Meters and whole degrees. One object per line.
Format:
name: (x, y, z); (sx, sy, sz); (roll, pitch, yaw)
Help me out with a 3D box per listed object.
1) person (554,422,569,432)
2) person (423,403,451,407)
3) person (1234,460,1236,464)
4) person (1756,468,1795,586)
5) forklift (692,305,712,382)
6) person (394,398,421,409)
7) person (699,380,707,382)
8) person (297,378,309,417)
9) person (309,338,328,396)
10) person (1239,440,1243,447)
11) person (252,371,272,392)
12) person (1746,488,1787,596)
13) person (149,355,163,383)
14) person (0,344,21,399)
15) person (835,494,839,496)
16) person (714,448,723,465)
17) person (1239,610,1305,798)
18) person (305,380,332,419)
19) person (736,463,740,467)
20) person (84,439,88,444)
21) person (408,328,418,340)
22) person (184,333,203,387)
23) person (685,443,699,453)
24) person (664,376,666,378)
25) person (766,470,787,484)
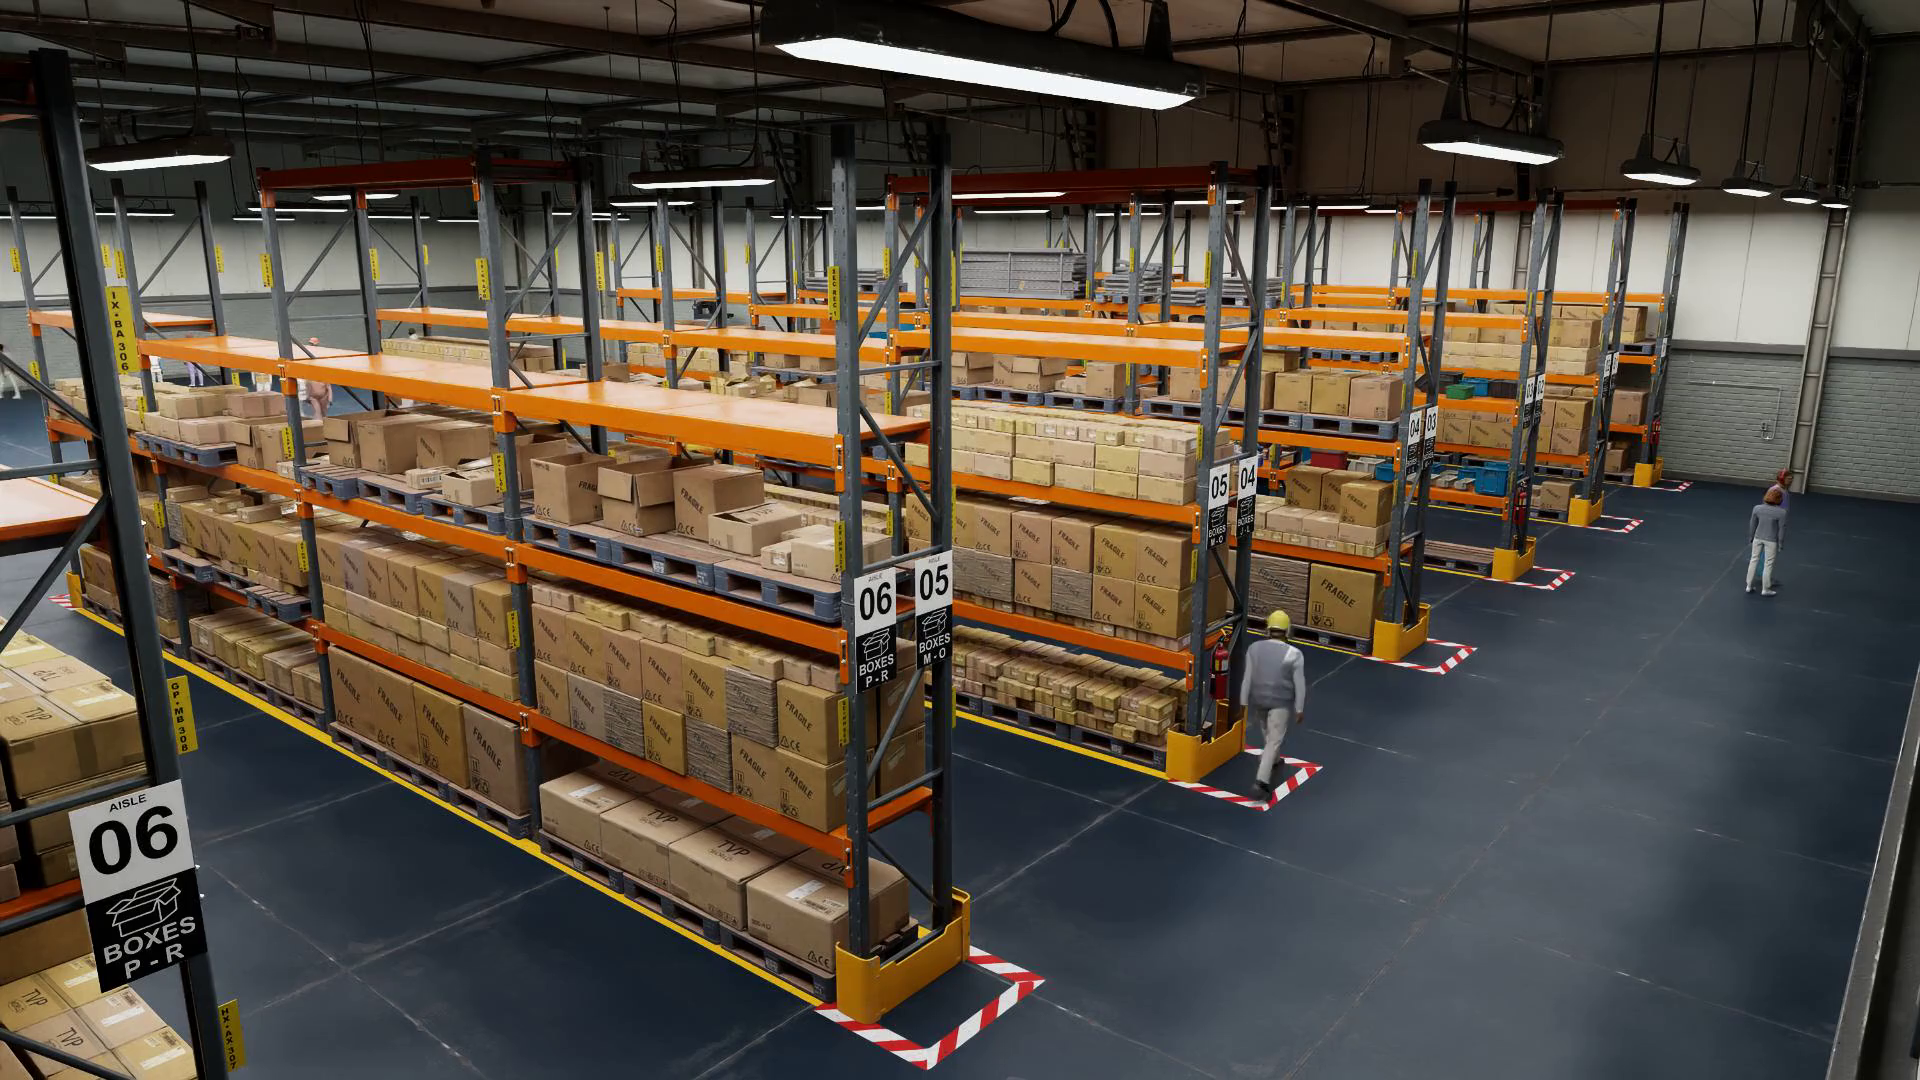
person: (-8.923, -2.361, 28.201); (0.394, 1.987, 0.608); (7, 15, 26)
person: (-12.389, -2.751, 29.975); (0.652, 1.904, 0.404); (-11, 18, -38)
person: (4.563, -0.888, 22.216); (0.605, 1.951, 0.379); (-5, 15, -21)
person: (12.718, -0.221, 19.696); (0.569, 1.846, 0.397); (-13, 19, -43)
forklift: (-9.511, -7.392, 47.124); (1.873, 2.768, 1.129); (11, 17, 38)
person: (-13.373, -2.866, 30.514); (0.675, 1.879, 0.773); (-2, 14, -10)
person: (-6.589, -3.250, 32.246); (0.624, 1.814, 0.840); (-12, 18, -40)
person: (-18.280, -3.905, 34.665); (0.563, 1.928, 0.640); (1, 14, 4)
person: (-21.658, -5.806, 42.360); (0.623, 1.989, 0.400); (5, 15, 20)
person: (5.796, -1.580, 25.590); (0.319, 1.695, 0.539); (7, 15, 27)
person: (-21.490, -4.900, 38.805); (0.540, 1.916, 0.499); (-8, 16, -30)
person: (12.261, 0.018, 19.149); (0.274, 1.632, 0.503); (-8, 16, -29)
person: (-27.211, -5.674, 42.556); (0.309, 1.639, 0.514); (12, 18, 40)
person: (-31.847, -5.610, 41.900); (0.972, 1.819, 0.505); (1, 14, 4)
person: (-1.554, 0.267, 17.653); (0.621, 1.868, 0.579); (9, 16, 33)
person: (-4.330, -0.884, 22.839); (0.308, 1.645, 0.514); (10, 17, 35)
person: (3.078, 1.587, 12.427); (0.592, 1.776, 1.006); (11, 17, 38)
person: (-17.844, -3.947, 35.090); (0.648, 1.824, 1.079); (-7, 15, -26)
person: (-4.802, -1.903, 26.680); (0.971, 1.826, 0.538); (8, 16, 31)
person: (-19.402, -2.293, 28.225); (0.625, 1.843, 0.430); (4, 14, 16)
person: (-21.409, -7.413, 49.400); (0.975, 1.793, 0.646); (0, 14, -2)
person: (-27.601, -6.474, 45.287); (0.407, 1.908, 0.641); (9, 16, 32)
person: (-4.531, -0.752, 21.774); (0.588, 1.896, 0.712); (-13, 19, -42)
person: (-9.919, -5.629, 41.828); (0.953, 1.902, 0.550); (11, 18, 39)
person: (-4.102, -2.198, 27.699); (0.929, 1.901, 0.661); (12, 18, 41)
